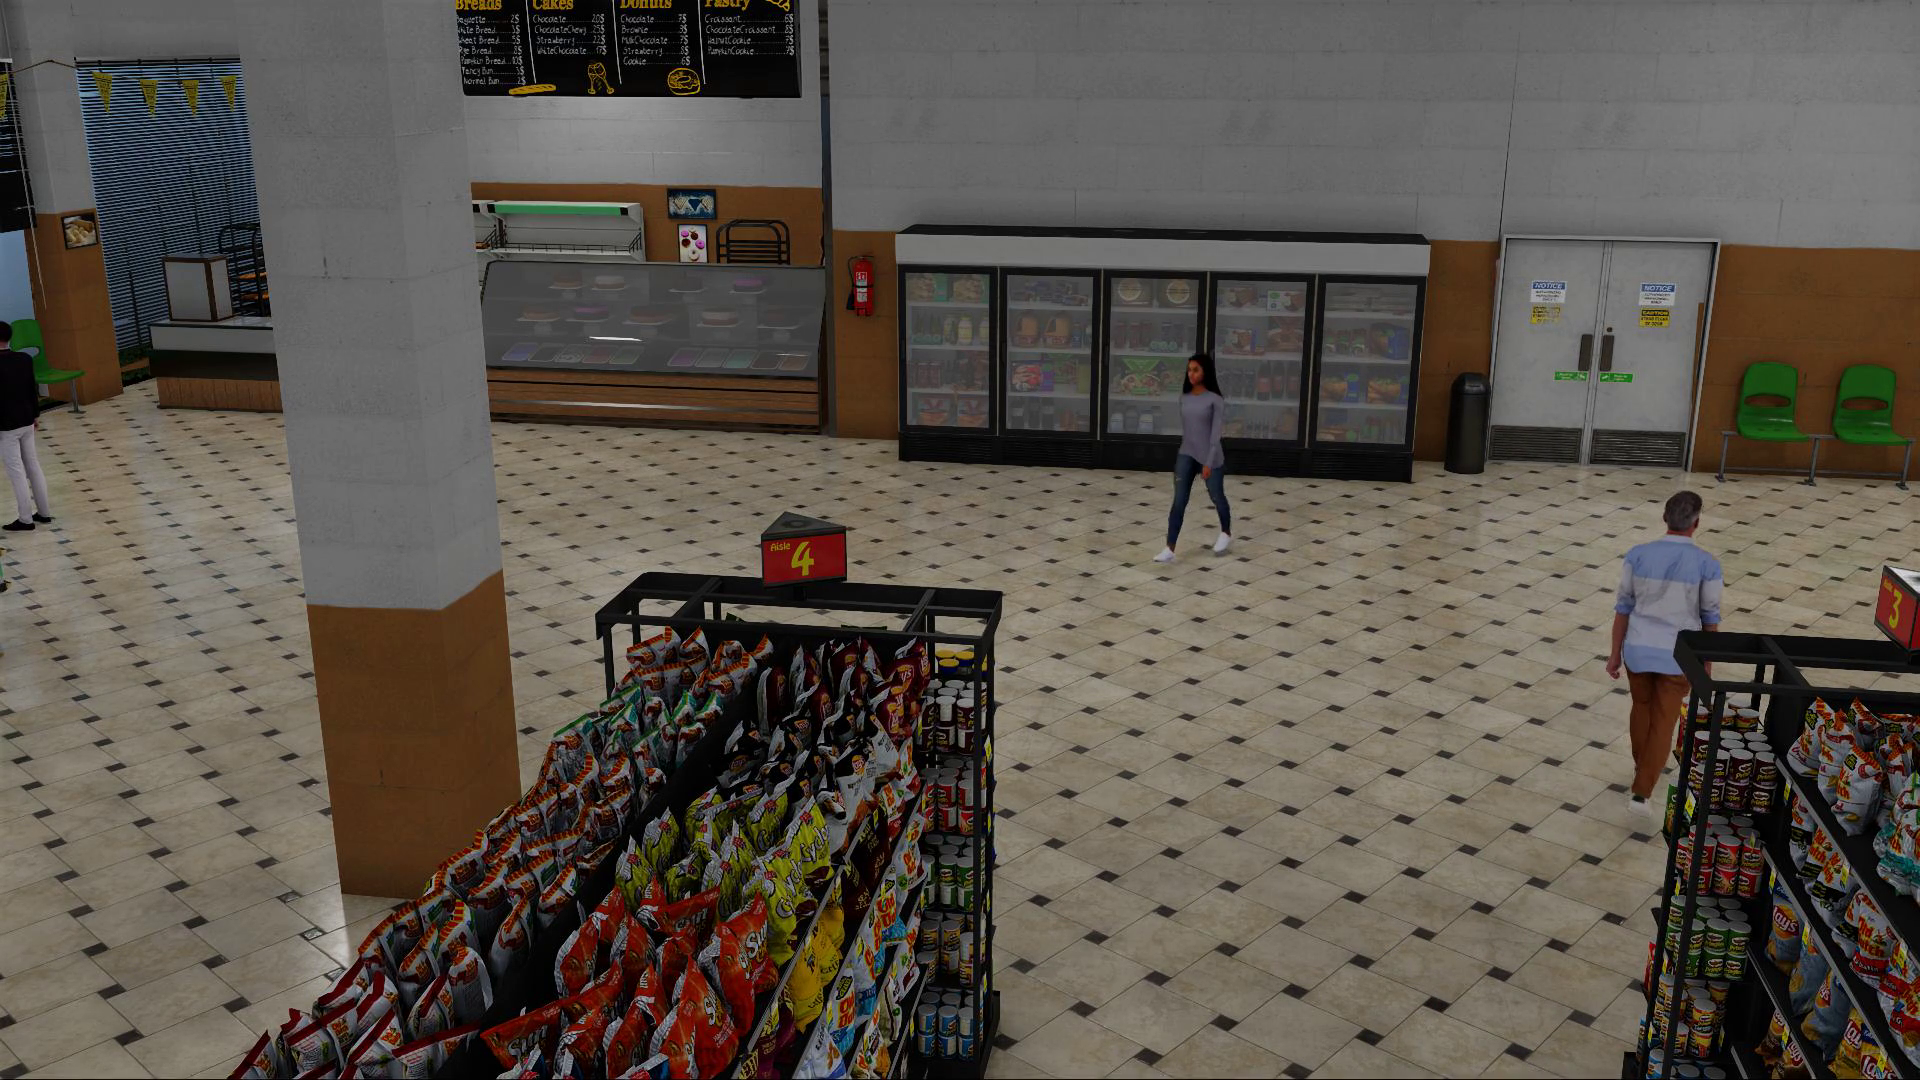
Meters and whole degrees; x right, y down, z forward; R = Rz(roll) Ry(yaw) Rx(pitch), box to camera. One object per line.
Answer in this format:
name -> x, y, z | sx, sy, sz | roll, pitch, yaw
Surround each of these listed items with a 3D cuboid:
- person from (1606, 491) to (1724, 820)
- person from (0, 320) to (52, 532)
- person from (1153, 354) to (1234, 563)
person -> 3.823, 0.662, 9.101 | 1.054, 1.789, 1.280 | 13, 21, 36
person -> -8.230, -1.003, 14.488 | 0.728, 1.845, 0.514 | 4, 17, 14
person -> 2.042, -0.650, 13.603 | 1.021, 1.683, 1.266 | 14, 22, 39
